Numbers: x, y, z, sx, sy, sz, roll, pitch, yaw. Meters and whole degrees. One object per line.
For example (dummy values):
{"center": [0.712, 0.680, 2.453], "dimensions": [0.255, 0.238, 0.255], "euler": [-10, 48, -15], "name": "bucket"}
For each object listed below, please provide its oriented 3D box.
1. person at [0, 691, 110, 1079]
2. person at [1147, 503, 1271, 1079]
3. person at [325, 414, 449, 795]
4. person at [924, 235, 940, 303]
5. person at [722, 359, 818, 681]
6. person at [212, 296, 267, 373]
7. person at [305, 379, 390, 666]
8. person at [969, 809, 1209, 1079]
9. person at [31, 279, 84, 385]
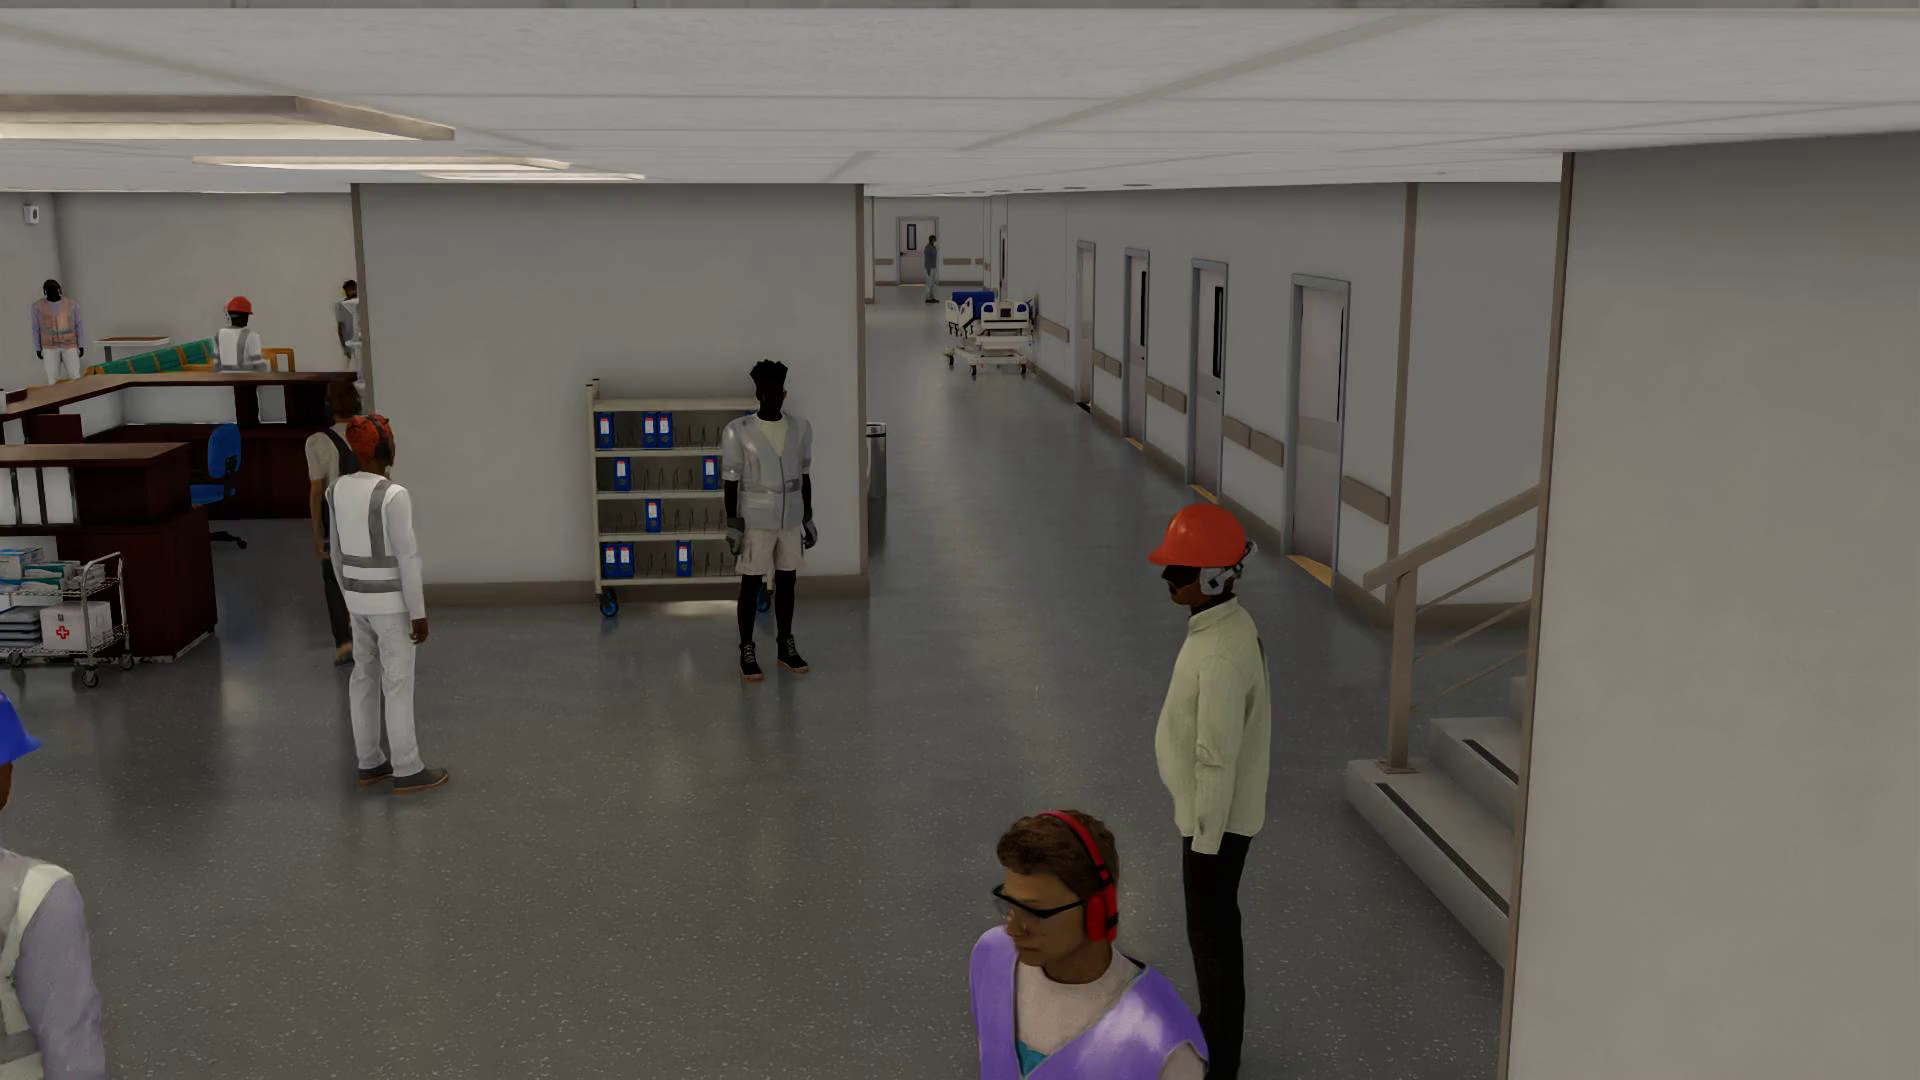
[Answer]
{"center": [-2.108, 1.251, 3.525], "dimensions": [0.612, 1.929, 0.676], "euler": [3, 12, 16], "name": "person"}
{"center": [0.779, 0.860, 5.306], "dimensions": [0.398, 1.989, 0.617], "euler": [2, 12, 8], "name": "person"}
{"center": [-2.839, 0.318, 8.194], "dimensions": [0.574, 1.884, 0.356], "euler": [7, 13, 31], "name": "person"}
{"center": [-0.819, -7.702, 47.291], "dimensions": [0.386, 1.929, 0.635], "euler": [4, 12, 20], "name": "person"}
{"center": [-1.155, -0.130, 10.175], "dimensions": [0.613, 1.963, 0.362], "euler": [-7, 14, -32], "name": "person"}
{"center": [-7.523, -1.594, 17.457], "dimensions": [0.544, 1.912, 0.449], "euler": [5, 13, 22], "name": "person"}
{"center": [-3.744, -0.082, 10.272], "dimensions": [0.511, 1.834, 0.415], "euler": [-6, 13, -27], "name": "person"}
{"center": [0.226, 1.374, 3.158], "dimensions": [0.377, 1.835, 0.566], "euler": [-9, 15, -38], "name": "person"}
{"center": [-12.430, -2.673, 22.950], "dimensions": [0.628, 1.837, 0.429], "euler": [-5, 13, -24], "name": "person"}
